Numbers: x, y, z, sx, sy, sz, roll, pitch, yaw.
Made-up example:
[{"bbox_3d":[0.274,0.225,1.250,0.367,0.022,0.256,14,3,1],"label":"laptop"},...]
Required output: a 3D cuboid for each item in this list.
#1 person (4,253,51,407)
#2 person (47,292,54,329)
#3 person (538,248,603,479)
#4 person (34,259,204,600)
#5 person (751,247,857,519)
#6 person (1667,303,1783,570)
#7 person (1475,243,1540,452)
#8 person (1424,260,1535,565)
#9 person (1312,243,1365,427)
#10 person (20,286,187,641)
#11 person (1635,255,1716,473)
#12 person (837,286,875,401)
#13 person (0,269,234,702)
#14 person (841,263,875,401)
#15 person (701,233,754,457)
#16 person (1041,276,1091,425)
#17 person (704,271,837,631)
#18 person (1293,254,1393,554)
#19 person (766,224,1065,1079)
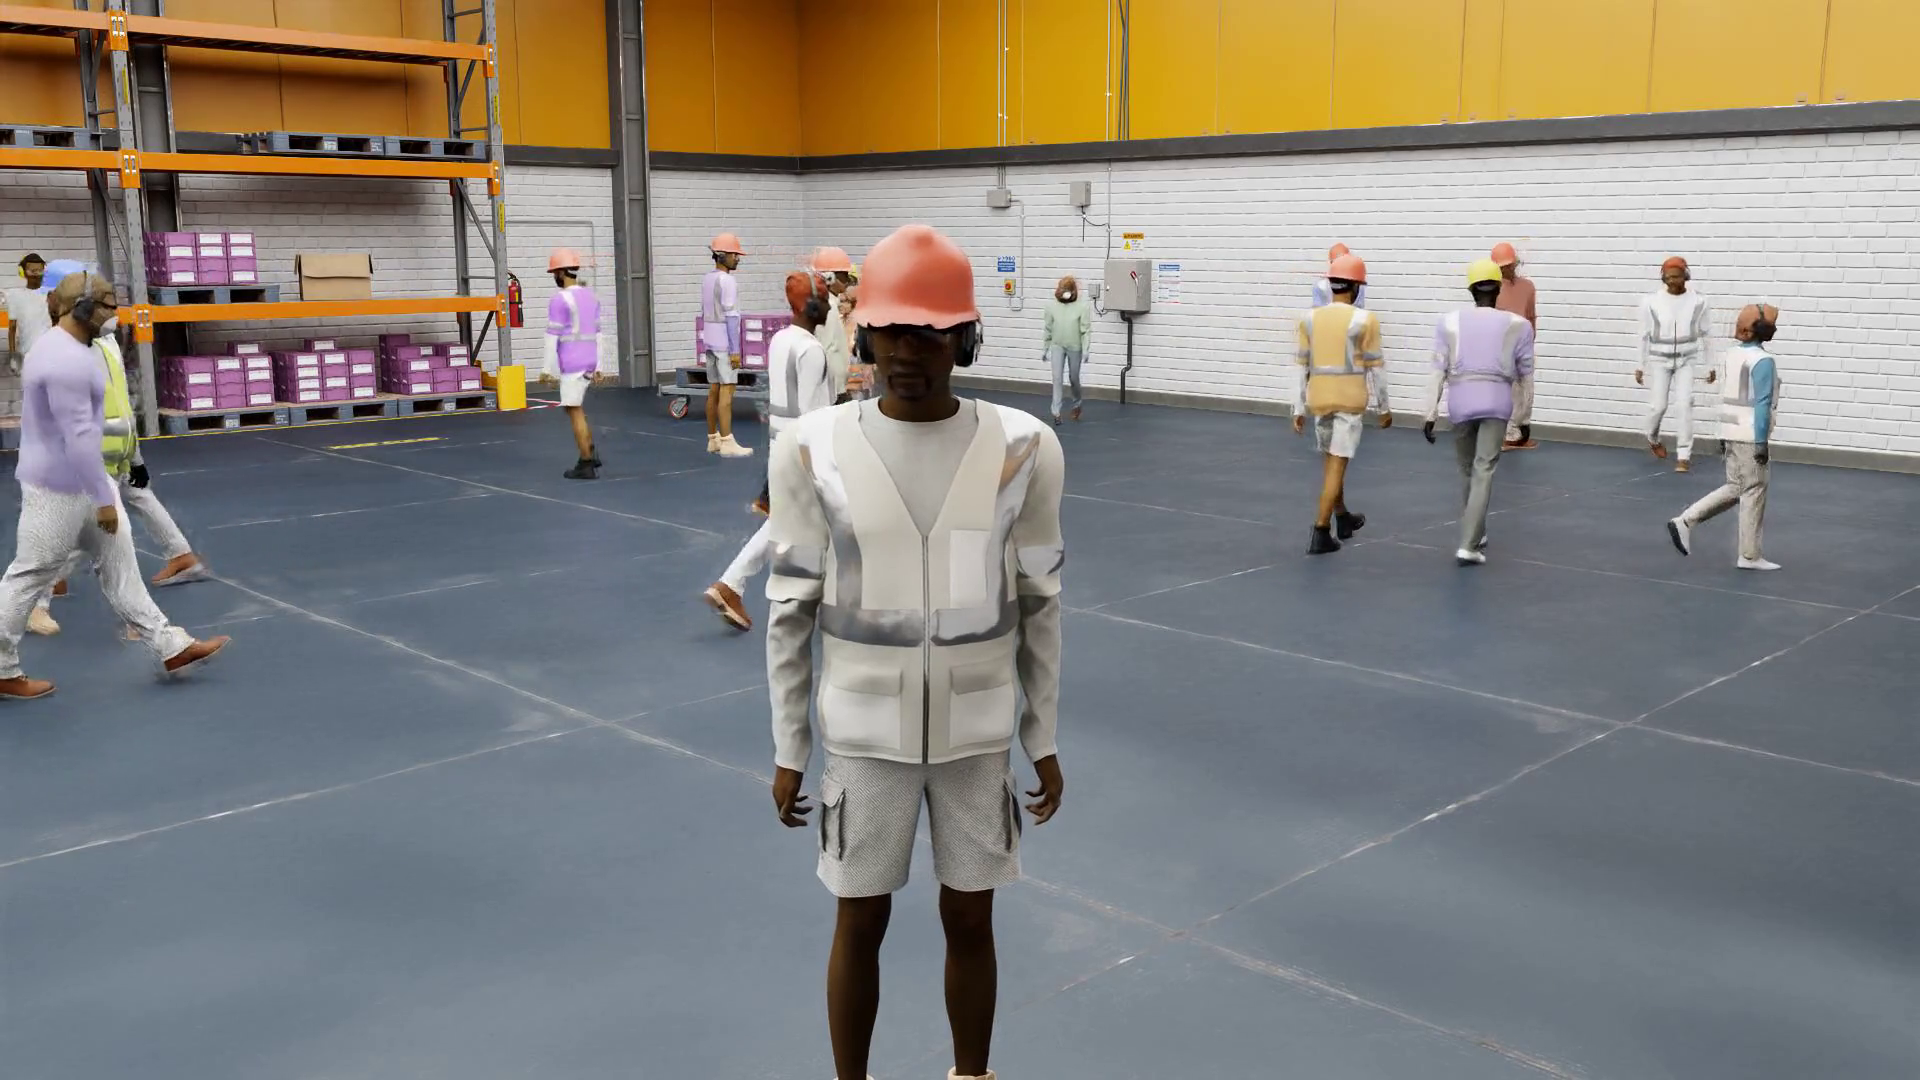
[{"bbox_3d":[-8.434,-1.686,15.245,0.510,1.860,0.319,-7,12,-32],"label":"person"},{"bbox_3d":[-7.460,-1.394,13.976,0.498,1.734,0.371,7,13,35],"label":"person"},{"bbox_3d":[-3.212,-1.449,13.783,0.452,1.912,0.539,4,11,19],"label":"person"},{"bbox_3d":[-4.833,-0.624,9.362,0.990,1.902,0.648,-6,12,-28],"label":"person"},{"bbox_3d":[-0.985,-1.067,11.640,1.024,1.952,0.607,0,10,1],"label":"person"},{"bbox_3d":[4.683,-0.615,10.038,0.568,1.625,0.519,1,10,4],"label":"person"},{"bbox_3d":[5.160,-1.785,15.544,0.790,1.952,0.426,-3,11,-16],"label":"person"},{"bbox_3d":[3.262,-0.806,10.427,0.614,1.859,0.995,4,11,23],"label":"person"},{"bbox_3d":[3.931,-2.116,17.350,0.544,1.943,0.347,1,10,8],"label":"person"},{"bbox_3d":[-4.412,-0.377,8.289,0.943,1.809,0.621,0,10,1],"label":"person"},{"bbox_3d":[6.205,-1.533,14.421,0.683,1.863,0.666,3,11,18],"label":"person"},{"bbox_3d":[-0.937,-1.197,13.197,0.540,1.614,0.674,9,13,39],"label":"person"},{"bbox_3d":[-3.831,-0.231,7.257,1.074,1.870,0.650,-5,11,-23],"label":"person"},{"bbox_3d":[-1.095,-1.905,16.732,0.548,1.729,0.834,2,11,10],"label":"person"},{"bbox_3d":[-2.153,-1.782,15.266,0.394,2.040,0.609,-6,12,-30],"label":"person"},{"bbox_3d":[1.152,-2.057,17.999,0.542,1.589,0.850,2,11,10],"label":"person"},{"bbox_3d":[-0.865,-0.436,8.456,0.878,1.856,0.586,-5,12,-27],"label":"person"},{"bbox_3d":[2.524,-0.884,10.770,0.558,1.890,0.951,10,14,43],"label":"person"},{"bbox_3d":[-0.083,0.392,3.403,0.614,2.040,0.375,-1,10,-7],"label":"person"}]
